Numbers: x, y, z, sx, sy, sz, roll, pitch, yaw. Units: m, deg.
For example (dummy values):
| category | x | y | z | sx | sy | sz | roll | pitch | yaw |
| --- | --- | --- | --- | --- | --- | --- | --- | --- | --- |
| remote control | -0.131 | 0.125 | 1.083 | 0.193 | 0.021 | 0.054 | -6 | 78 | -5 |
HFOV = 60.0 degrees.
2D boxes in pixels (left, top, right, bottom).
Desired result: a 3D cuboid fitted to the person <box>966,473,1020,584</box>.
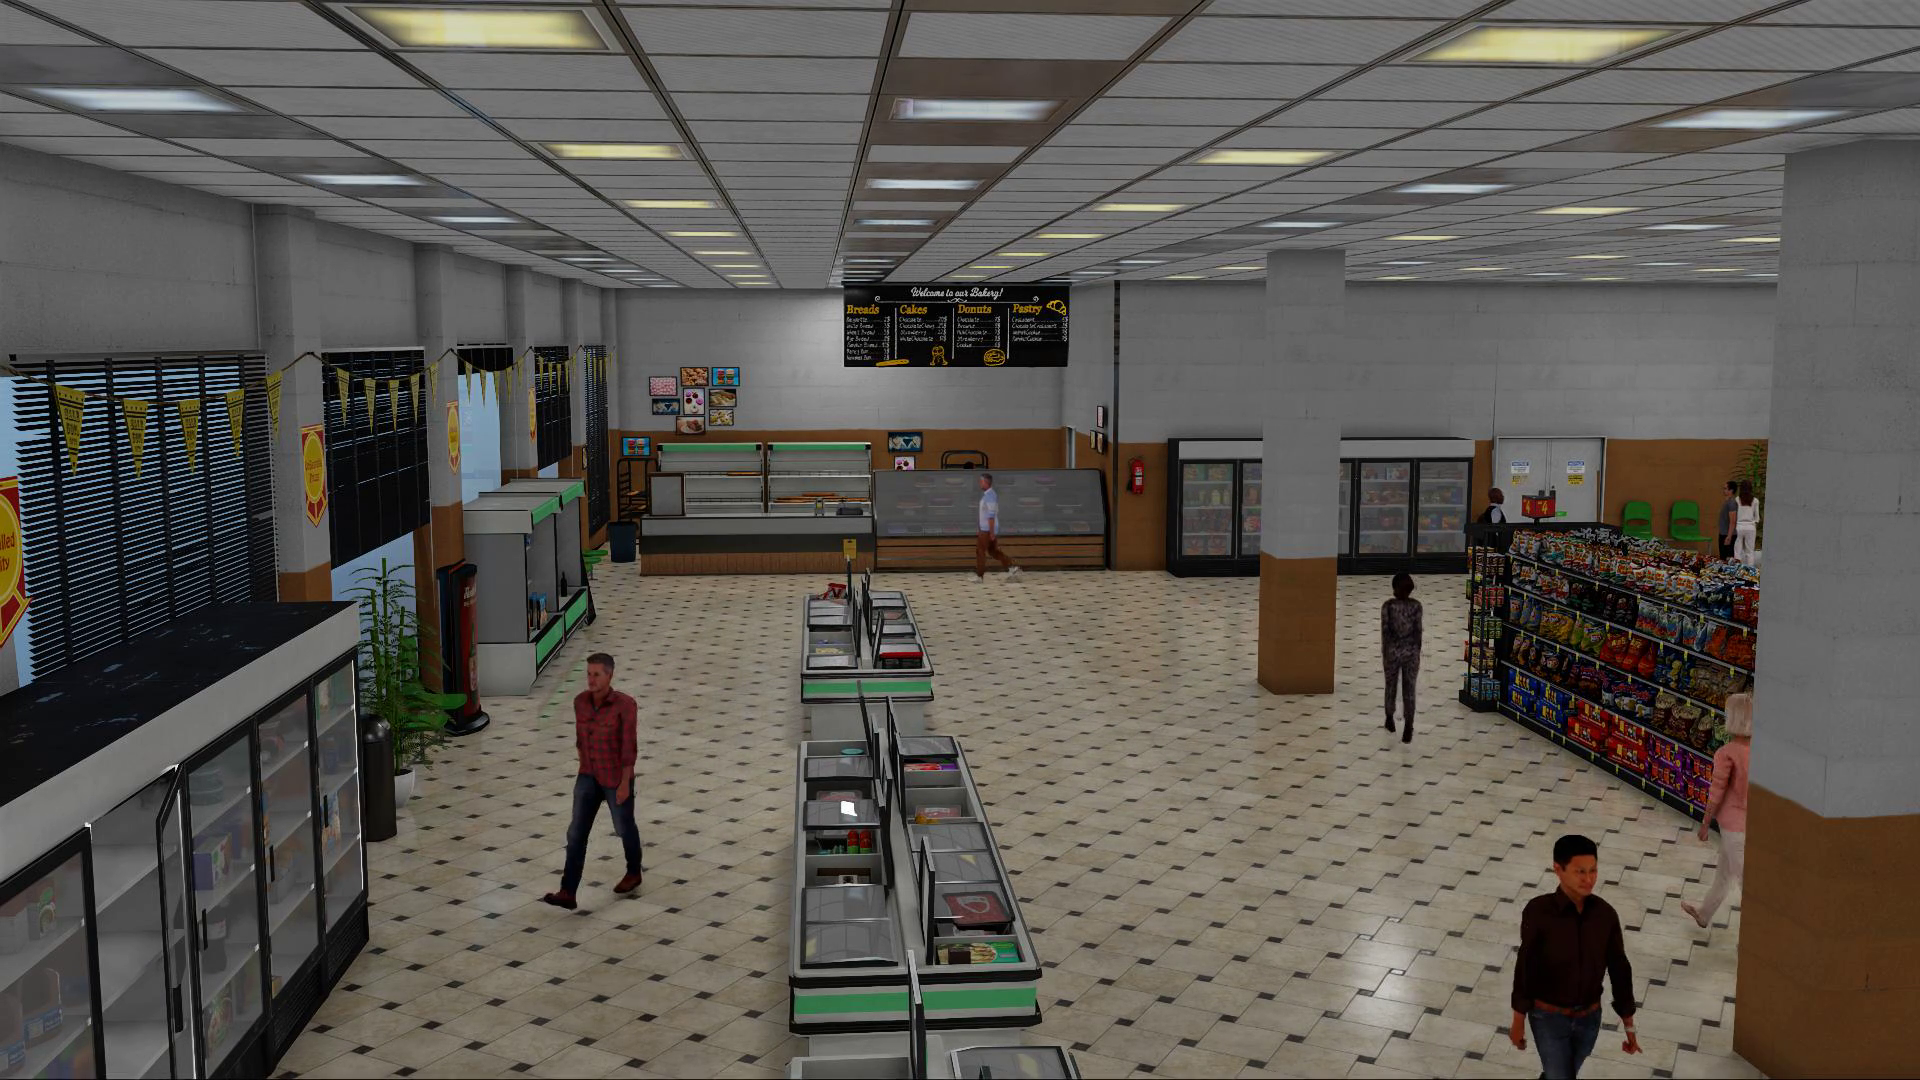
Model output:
| category | x | y | z | sx | sy | sz | roll | pitch | yaw |
| --- | --- | --- | --- | --- | --- | --- | --- | --- | --- |
| person | 0.562 | -0.184 | 27.368 | 0.803 | 1.799 | 1.058 | 0 | 7 | 1 |

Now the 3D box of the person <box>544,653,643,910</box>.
| category | x | y | z | sx | sy | sz | roll | pitch | yaw |
| --- | --- | --- | --- | --- | --- | --- | --- | --- | --- |
| person | -2.463 | 1.697 | 11.875 | 1.042 | 1.783 | 1.287 | 3 | 7 | 21 |

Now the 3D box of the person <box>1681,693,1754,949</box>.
| category | x | y | z | sx | sy | sz | roll | pitch | yaw |
| --- | --- | --- | --- | --- | --- | --- | --- | --- | --- |
| person | 5.132 | 1.874 | 10.787 | 0.845 | 1.691 | 1.107 | -3 | 8 | -25 |

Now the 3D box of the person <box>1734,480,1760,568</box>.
| category | x | y | z | sx | sy | sz | roll | pitch | yaw |
| --- | --- | --- | --- | --- | --- | --- | --- | --- | --- |
| person | 13.035 | -0.163 | 27.654 | 0.656 | 1.688 | 0.610 | 1 | 7 | 10 |

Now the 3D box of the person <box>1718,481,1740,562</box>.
| category | x | y | z | sx | sy | sz | roll | pitch | yaw |
| --- | --- | --- | --- | --- | --- | --- | --- | --- | --- |
| person | 12.325 | -0.079 | 26.681 | 0.742 | 1.755 | 0.599 | 2 | 7 | 14 |

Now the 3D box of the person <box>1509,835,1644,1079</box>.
| category | x | y | z | sx | sy | sz | roll | pitch | yaw |
| --- | --- | --- | --- | --- | --- | --- | --- | --- | --- |
| person | 2.768 | 2.226 | 7.737 | 0.756 | 1.725 | 1.156 | -1 | 7 | -11 |

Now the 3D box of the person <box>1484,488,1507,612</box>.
| category | x | y | z | sx | sy | sz | roll | pitch | yaw |
| --- | --- | --- | --- | --- | --- | --- | --- | --- | --- |
| person | 7.915 | 0.127 | 24.676 | 0.745 | 1.828 | 0.533 | 0 | 7 | 3 |

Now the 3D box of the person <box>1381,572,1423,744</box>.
| category | x | y | z | sx | sy | sz | roll | pitch | yaw |
| --- | --- | --- | --- | --- | --- | --- | --- | --- | --- |
| person | 4.399 | 1.198 | 16.469 | 0.776 | 1.670 | 1.207 | 1 | 7 | 9 |
